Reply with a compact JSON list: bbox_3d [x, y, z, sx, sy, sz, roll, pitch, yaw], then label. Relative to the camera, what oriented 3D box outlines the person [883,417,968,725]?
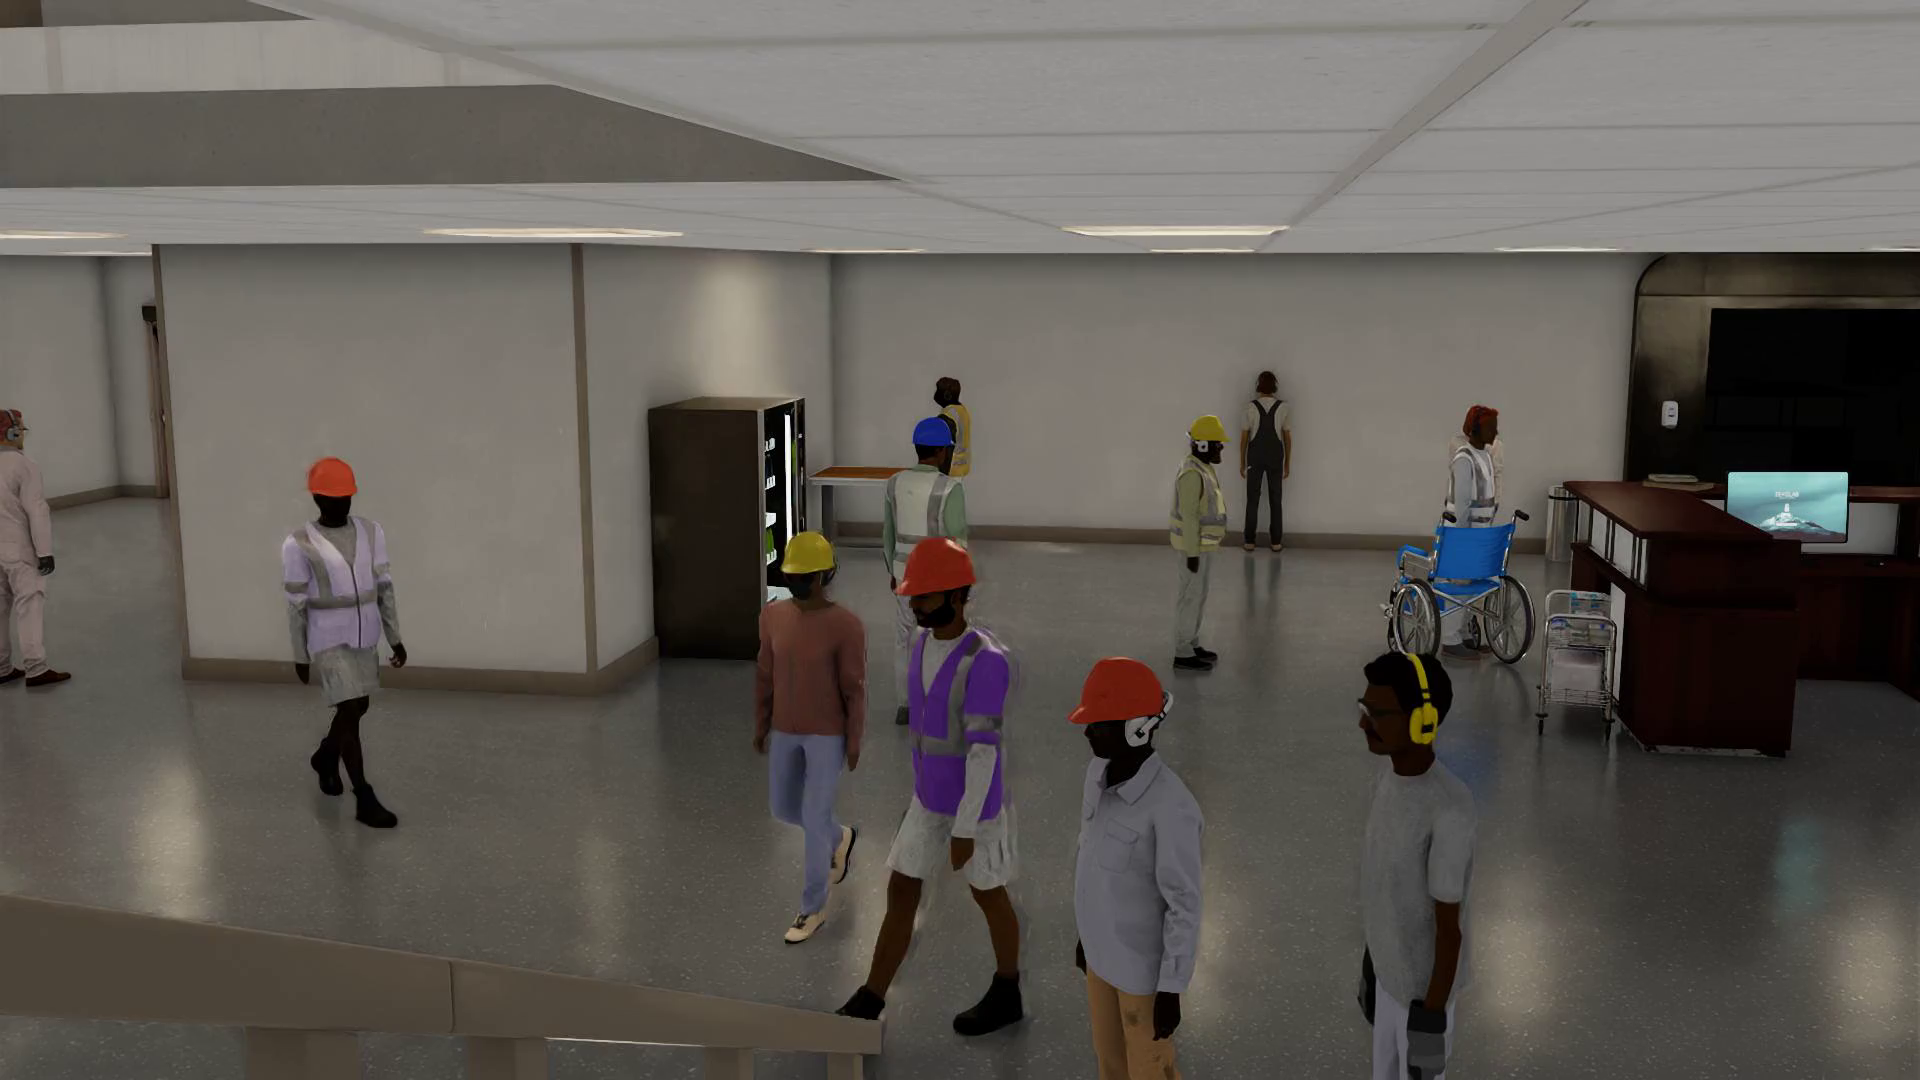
[{"bbox_3d":[-0.195,0.207,10.350,0.616,1.945,0.404,7,11,36],"label":"person"}]

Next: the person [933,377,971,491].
[{"bbox_3d":[-0.118,-0.631,15.846,0.429,1.846,0.626,2,9,13],"label":"person"}]

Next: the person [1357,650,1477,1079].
[{"bbox_3d":[1.192,1.208,4.457,0.324,1.865,0.512,-1,9,-5],"label":"person"}]

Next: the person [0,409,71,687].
[{"bbox_3d":[-6.490,0.053,11.433,0.652,1.904,0.402,3,10,16],"label":"person"}]

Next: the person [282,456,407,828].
[{"bbox_3d":[-3.256,0.497,8.702,0.918,1.909,0.542,7,12,37],"label":"person"}]

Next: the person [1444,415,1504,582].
[{"bbox_3d":[4.640,-0.390,15.039,0.504,1.627,0.286,6,11,33],"label":"person"}]

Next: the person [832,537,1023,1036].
[{"bbox_3d":[-0.120,0.940,5.985,0.947,1.892,0.574,-7,11,-36],"label":"person"}]

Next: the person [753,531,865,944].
[{"bbox_3d":[-0.625,0.808,7.241,0.539,1.747,0.650,5,11,29],"label":"person"}]

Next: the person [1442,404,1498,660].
[{"bbox_3d":[3.747,-0.058,12.215,0.351,1.879,0.580,6,11,31],"label":"person"}]

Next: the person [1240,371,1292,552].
[{"bbox_3d":[3.090,-0.790,16.842,0.506,1.838,0.342,1,9,6],"label":"person"}]

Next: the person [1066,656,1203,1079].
[{"bbox_3d":[0.473,1.196,4.852,0.343,1.749,0.573,-4,10,-23],"label":"person"}]

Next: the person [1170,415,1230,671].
[{"bbox_3d":[1.710,0.018,11.918,0.404,1.825,0.602,3,10,16],"label":"person"}]
